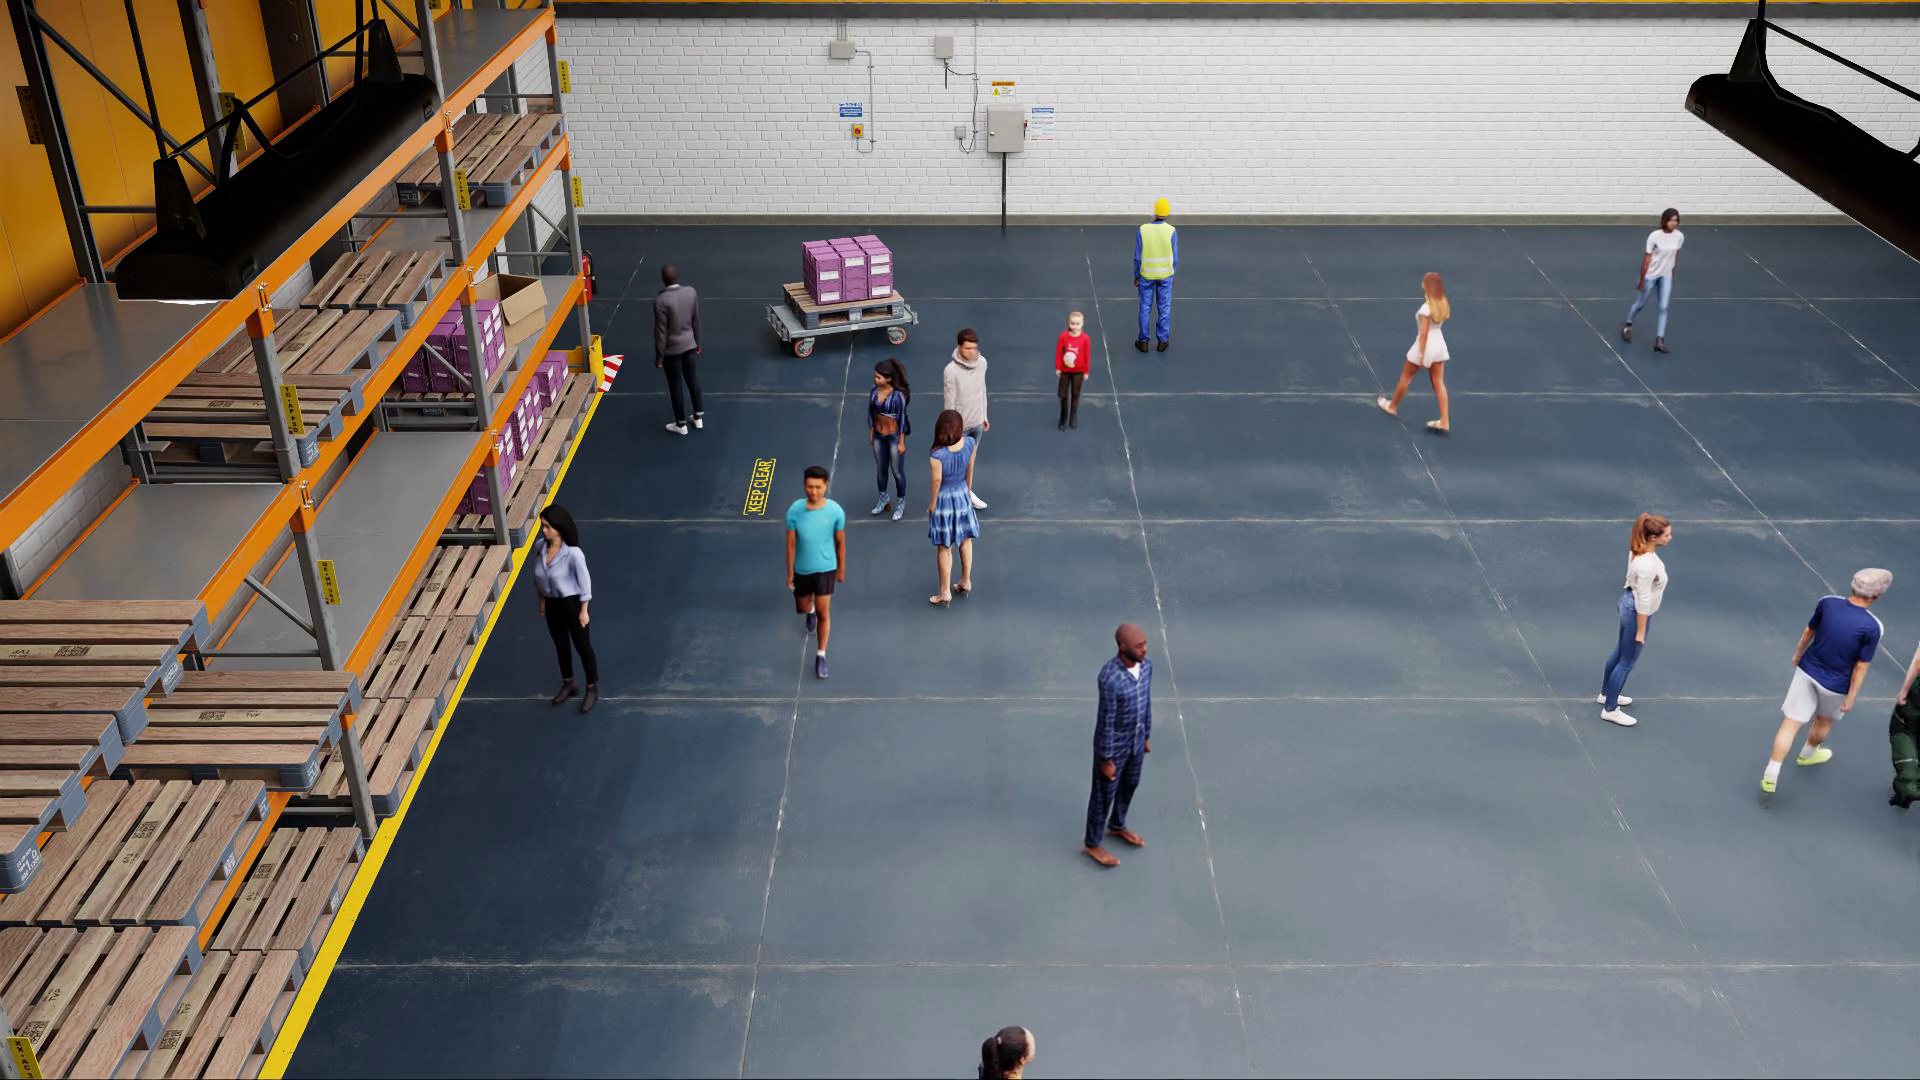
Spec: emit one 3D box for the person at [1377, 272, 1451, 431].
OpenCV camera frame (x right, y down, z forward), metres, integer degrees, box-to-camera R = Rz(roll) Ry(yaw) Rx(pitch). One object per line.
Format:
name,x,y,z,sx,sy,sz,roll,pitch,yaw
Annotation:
person,4.926,-1.918,17.232,0.995,1.649,1.166,-19,34,-31

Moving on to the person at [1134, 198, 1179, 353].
person,2.248,-3.056,19.148,0.648,1.812,0.555,0,29,0

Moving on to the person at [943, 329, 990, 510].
person,0.044,-1.116,15.552,0.753,1.850,0.806,-25,37,-38

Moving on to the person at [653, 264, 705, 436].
person,-2.892,-1.967,17.149,0.787,1.816,0.832,-23,36,-36

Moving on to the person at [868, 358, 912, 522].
person,-0.661,-0.950,15.489,0.695,1.618,0.725,19,34,30

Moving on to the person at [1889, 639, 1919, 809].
person,6.764,1.119,11.480,0.755,1.825,0.830,6,29,11

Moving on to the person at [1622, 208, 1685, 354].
person,8.029,-3.040,19.264,0.615,1.673,1.105,-1,29,-3

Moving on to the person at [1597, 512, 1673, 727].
person,5.104,0.576,12.586,0.723,1.719,0.543,7,29,12

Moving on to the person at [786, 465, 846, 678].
person,-1.161,0.187,13.259,0.640,1.758,0.971,-1,29,-2

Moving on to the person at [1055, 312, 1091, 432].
person,1.176,-1.803,17.414,0.524,1.271,0.575,2,29,3

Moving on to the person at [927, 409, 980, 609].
person,-0.076,-0.275,14.056,0.744,1.806,0.795,-24,37,-37

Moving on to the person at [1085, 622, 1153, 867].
person,1.060,1.327,11.111,0.810,1.814,0.748,25,37,38

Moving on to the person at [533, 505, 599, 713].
person,-2.994,0.517,12.669,0.734,1.743,0.714,13,31,23

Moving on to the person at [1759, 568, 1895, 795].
person,6.046,1.026,11.699,1.218,1.780,1.211,-23,36,-36
